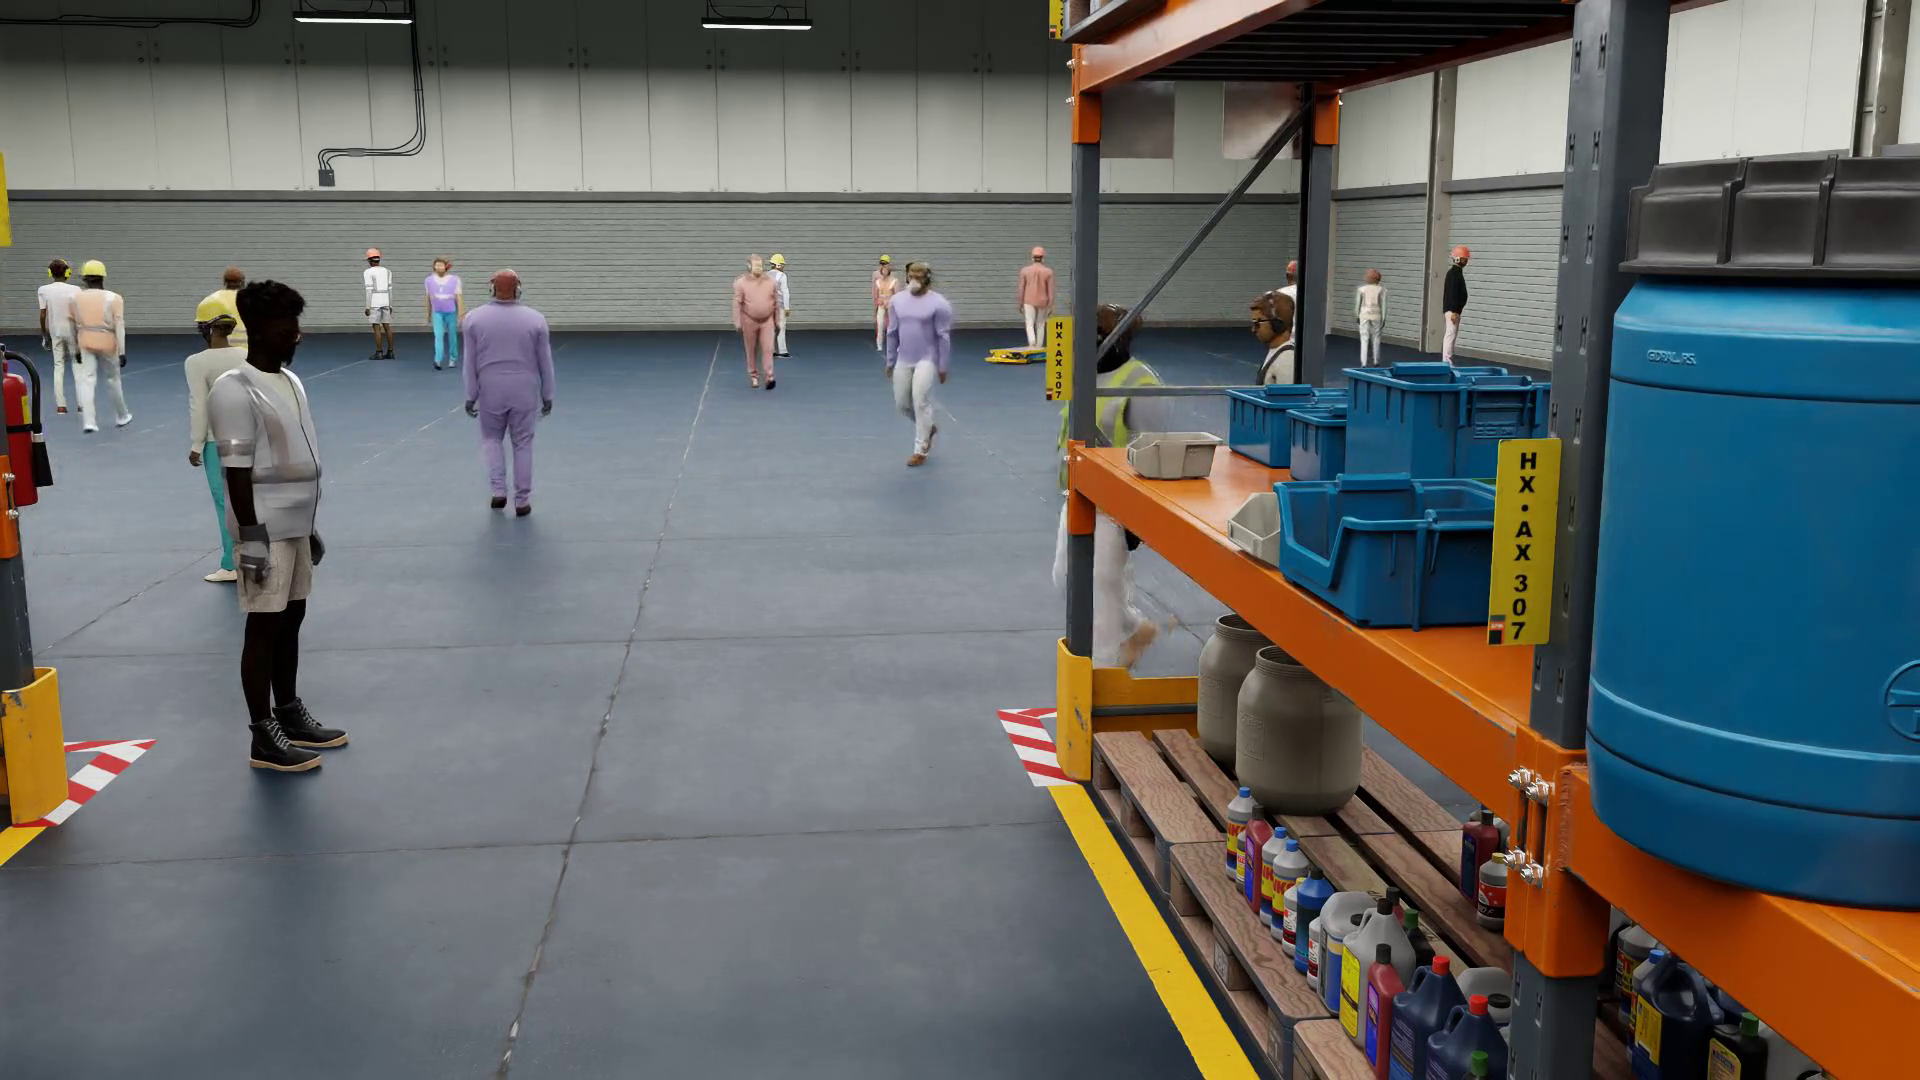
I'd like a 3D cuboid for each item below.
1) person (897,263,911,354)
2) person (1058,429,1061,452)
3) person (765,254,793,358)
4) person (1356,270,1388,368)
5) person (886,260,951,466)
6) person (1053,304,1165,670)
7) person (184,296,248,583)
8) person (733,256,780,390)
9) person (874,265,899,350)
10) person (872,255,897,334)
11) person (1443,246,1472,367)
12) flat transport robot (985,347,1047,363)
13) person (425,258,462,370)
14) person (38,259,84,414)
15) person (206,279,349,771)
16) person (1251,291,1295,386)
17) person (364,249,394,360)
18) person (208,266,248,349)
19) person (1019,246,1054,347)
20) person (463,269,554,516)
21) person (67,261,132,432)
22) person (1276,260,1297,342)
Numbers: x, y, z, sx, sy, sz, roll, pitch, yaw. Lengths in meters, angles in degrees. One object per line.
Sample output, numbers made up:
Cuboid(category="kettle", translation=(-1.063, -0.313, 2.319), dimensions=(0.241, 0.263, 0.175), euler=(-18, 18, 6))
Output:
Cuboid(category="person", translation=(-0.830, -4.263, 30.624), dimensions=(0.893, 1.649, 0.541), euler=(-5, 12, -26))
Cuboid(category="person", translation=(1.123, -1.431, 15.177), dimensions=(0.519, 1.617, 0.632), euler=(-3, 11, -16))
Cuboid(category="person", translation=(-3.218, -4.116, 29.330), dimensions=(0.587, 1.826, 0.404), euler=(8, 13, 39))
Cuboid(category="person", translation=(6.751, -3.625, 27.308), dimensions=(0.510, 1.584, 0.906), euler=(3, 11, 18))
Cuboid(category="person", translation=(-0.366, -1.670, 15.673), dimensions=(0.638, 1.918, 0.673), euler=(5, 11, 26))
Cuboid(category="person", translation=(0.692, -0.168, 7.658), dimensions=(0.538, 1.830, 0.649), euler=(-6, 12, -28))
Cuboid(category="person", translation=(-4.548, -0.617, 10.308), dimensions=(0.330, 1.769, 0.526), euler=(5, 12, 27))
Cuboid(category="person", translation=(-2.832, -3.030, 23.284), dimensions=(0.676, 1.852, 0.990), euler=(-3, 11, -14))
Cuboid(category="person", translation=(-1.355, -4.388, 31.525), dimensions=(0.533, 1.623, 0.620), euler=(3, 11, 17))
Cuboid(category="person", translation=(-1.536, -4.955, 34.090), dimensions=(0.533, 1.767, 0.321), euler=(1, 10, 7))
Cuboid(category="person", translation=(7.667, -3.537, 25.712), dimensions=(0.394, 1.985, 0.608), euler=(4, 11, 20))
Cuboid(category="flat transport robot", translation=(1.109, -3.167, 28.387), dimensions=(0.652, 0.197, 1.431), euler=(8, 13, 36))
Cuboid(category="person", translation=(-8.336, -3.654, 26.879), dimensions=(0.583, 1.791, 0.961), euler=(-1, 10, -6))
Cuboid(category="person", translation=(-10.807, -2.452, 20.090), dimensions=(0.534, 1.866, 0.315), euler=(-2, 11, -13))
Cuboid(category="person", translation=(-2.760, -0.062, 6.724), dimensions=(0.367, 1.964, 0.603), euler=(0, 10, 0))
Cuboid(category="person", translation=(1.733, -0.437, 9.125), dimensions=(0.346, 1.840, 0.506), euler=(2, 10, 8))
Cuboid(category="person", translation=(-10.130, -4.090, 28.909), dimensions=(0.382, 1.923, 0.551), euler=(6, 12, 30))
Cuboid(category="person", translation=(-7.851, -2.067, 18.120), dimensions=(0.625, 1.825, 0.619), euler=(-4, 11, -21))
Cuboid(category="person", translation=(1.354, -4.201, 29.399), dimensions=(0.617, 1.975, 0.801), euler=(0, 10, -1))
Cuboid(category="person", translation=(-3.472, -1.138, 12.837), dimensions=(0.671, 1.885, 0.608), euler=(-2, 11, -13))
Cuboid(category="person", translation=(-9.535, -2.146, 18.414), dimensions=(0.603, 1.870, 1.030), euler=(-2, 10, -10))
Cuboid(category="person", translation=(3.775, -2.219, 18.807), dimensions=(0.596, 1.866, 0.461), euler=(-5, 12, -26))
